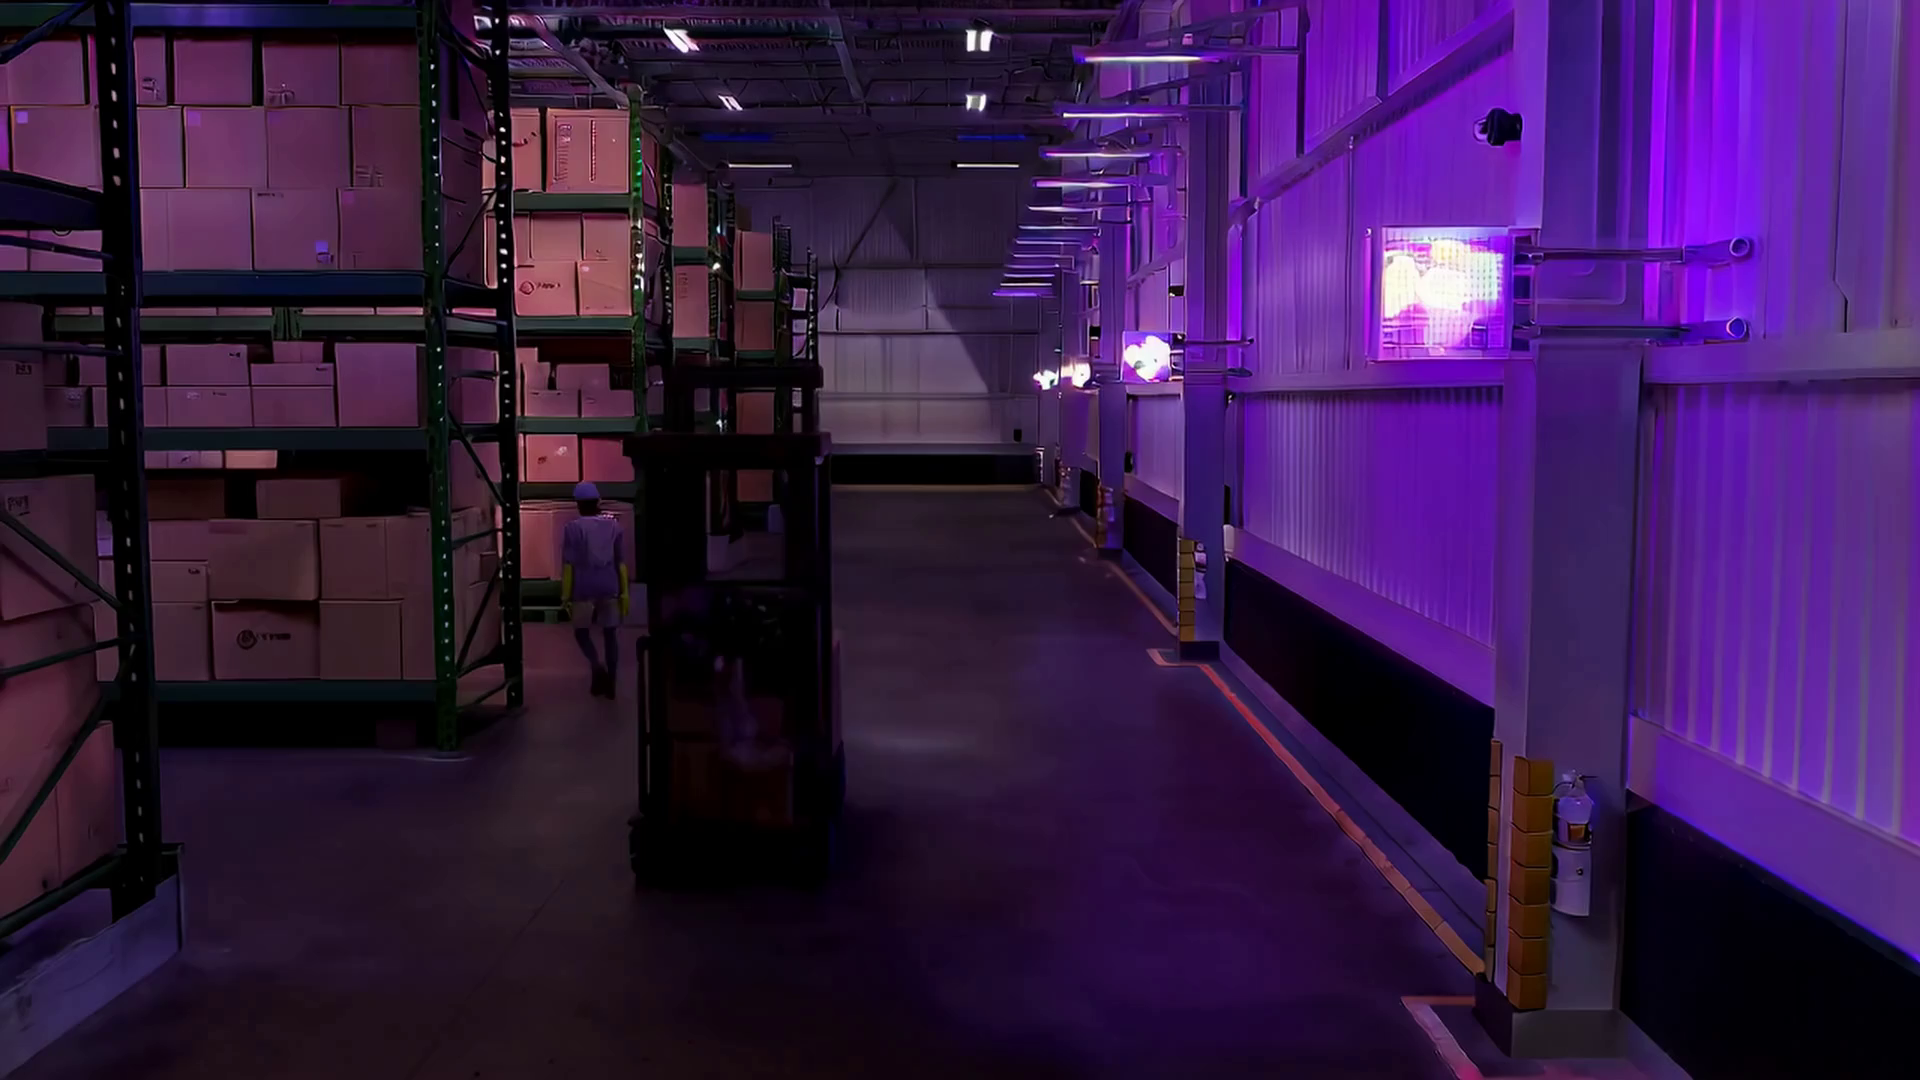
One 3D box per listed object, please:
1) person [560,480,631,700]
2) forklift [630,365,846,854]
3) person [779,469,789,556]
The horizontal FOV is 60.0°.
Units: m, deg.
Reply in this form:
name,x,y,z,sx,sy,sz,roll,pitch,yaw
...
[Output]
name,x,y,z,sx,sy,sz,roll,pitch,yaw
person,-3.145,0.442,14.366,0.640,1.907,0.524,-3,6,-30
forklift,-1.303,0.320,10.187,1.129,2.768,1.873,0,5,0
person,-2.757,-0.542,27.664,0.532,1.588,0.903,0,5,2
